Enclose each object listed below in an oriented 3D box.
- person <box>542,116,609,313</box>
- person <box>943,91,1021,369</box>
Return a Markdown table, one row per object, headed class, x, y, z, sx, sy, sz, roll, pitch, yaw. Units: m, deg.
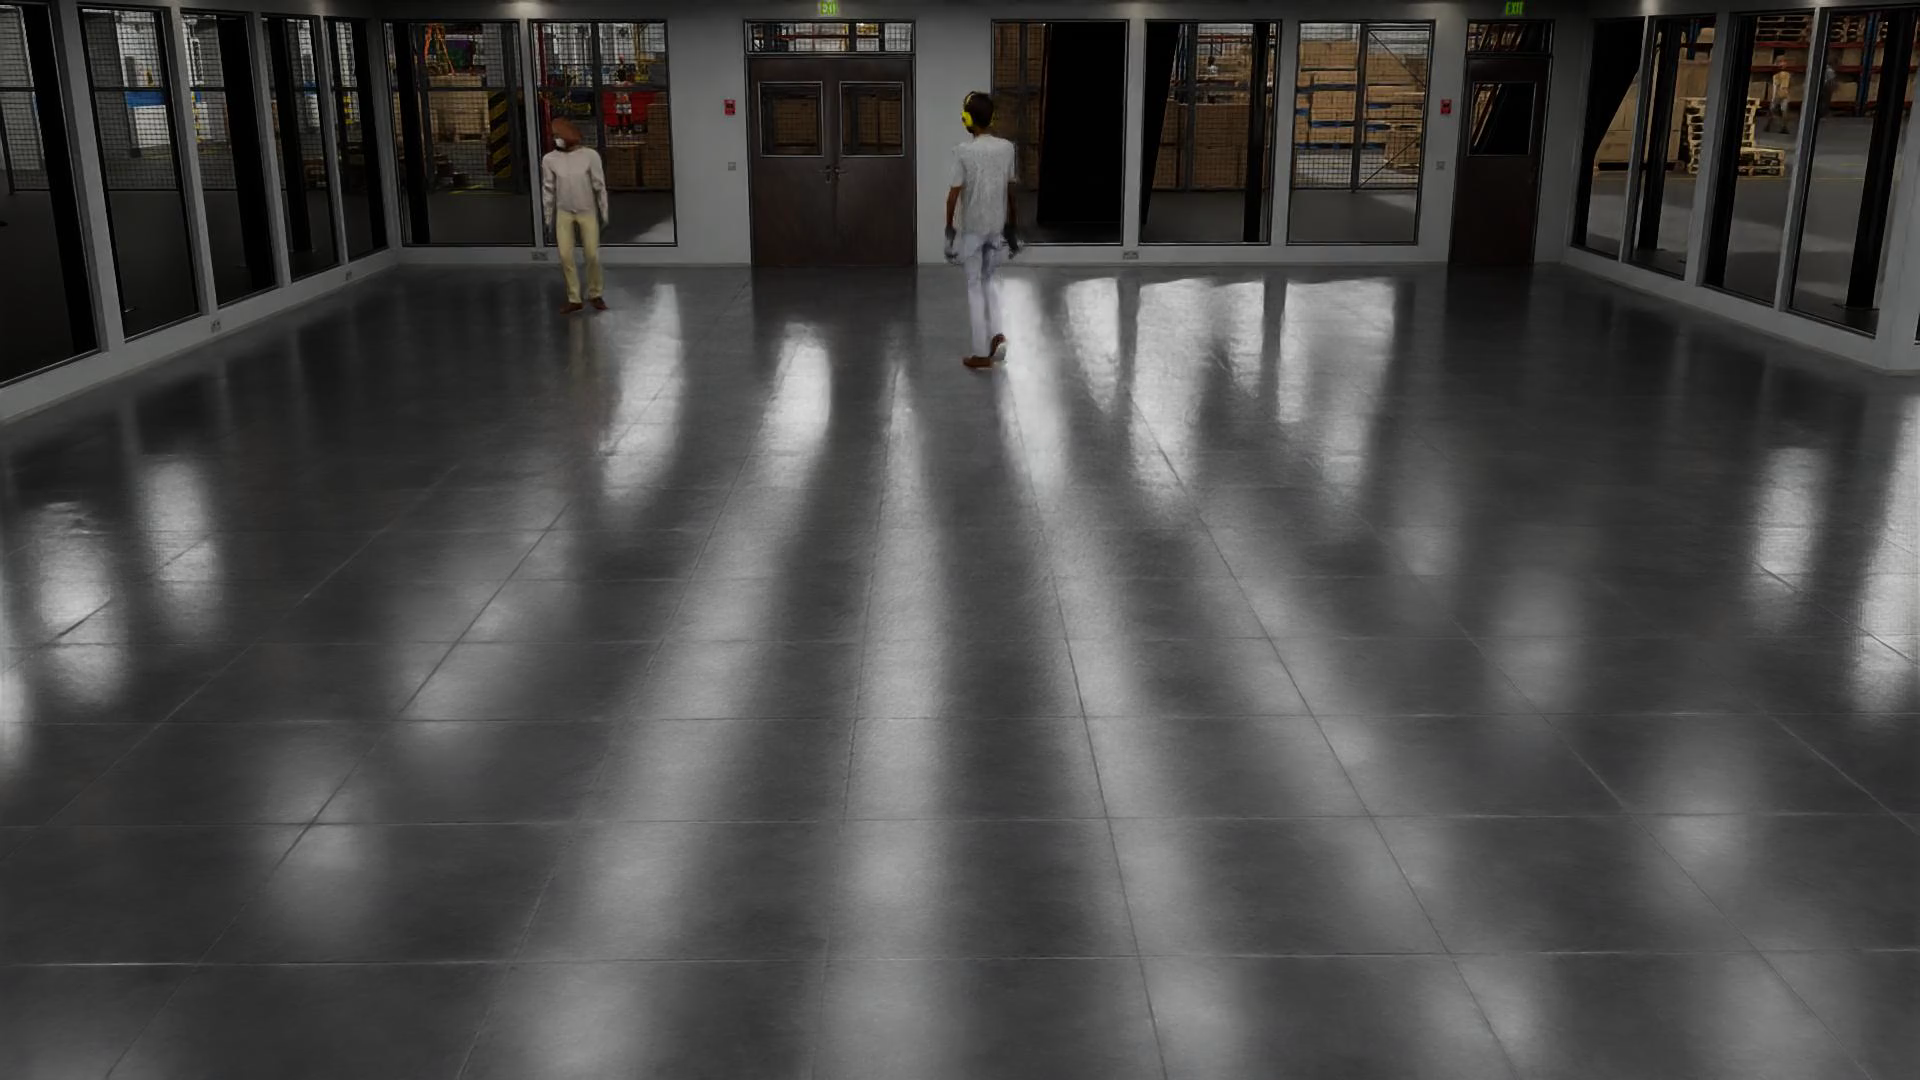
| class | x | y | z | sx | sy | sz | roll | pitch | yaw |
| --- | --- | --- | --- | --- | --- | --- | --- | --- | --- |
| person | -3.159 | -2.673 | 13.729 | 0.533 | 1.609 | 0.402 | 1 | 16 | 2 |
| person | 0.131 | -2.080 | 11.271 | 0.558 | 1.856 | 0.387 | -9 | 19 | -29 |
